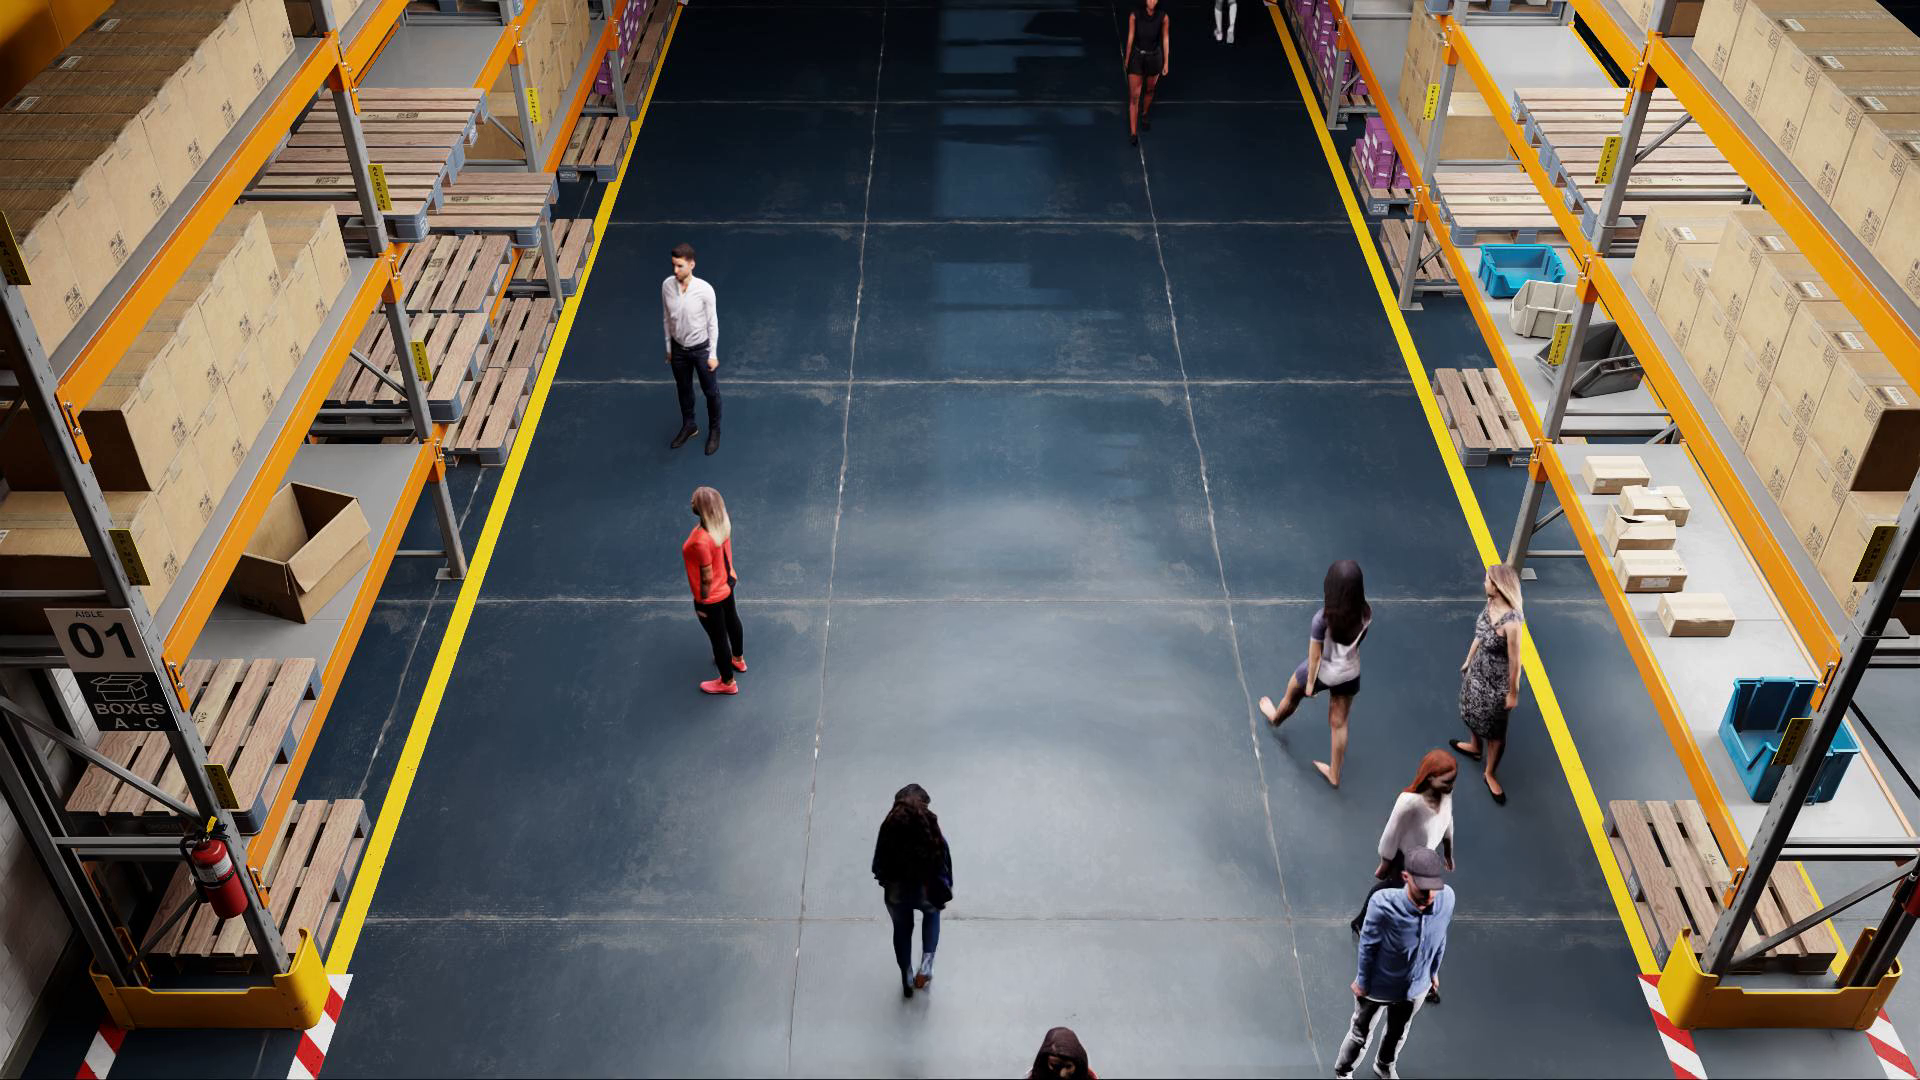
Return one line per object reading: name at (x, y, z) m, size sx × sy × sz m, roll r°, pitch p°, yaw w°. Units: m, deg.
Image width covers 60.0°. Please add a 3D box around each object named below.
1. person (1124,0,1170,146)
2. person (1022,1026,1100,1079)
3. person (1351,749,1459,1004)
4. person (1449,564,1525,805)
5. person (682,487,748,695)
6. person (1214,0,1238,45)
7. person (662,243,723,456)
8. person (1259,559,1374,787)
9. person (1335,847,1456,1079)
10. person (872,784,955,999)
person at (2.056, -5.295, 18.397) m, size 0.674 × 1.688 × 1.167 m, roll 3°, pitch 39°, yaw 4°
person at (0.466, 2.932, 8.156) m, size 0.615 × 1.614 × 0.559 m, roll -5°, pitch 39°, yaw -7°
person at (2.492, 1.779, 9.504) m, size 0.940 × 1.733 × 1.015 m, roll -30°, pitch 48°, yaw -32°
person at (3.466, 0.925, 10.620) m, size 0.848 × 1.675 × 0.535 m, roll -15°, pitch 41°, yaw -18°
person at (-1.662, 0.332, 11.347) m, size 0.697 × 1.694 × 0.535 m, roll 8°, pitch 39°, yaw 10°
person at (3.281, -6.904, 20.411) m, size 0.602 × 1.689 × 0.911 m, roll 4°, pitch 39°, yaw 5°
person at (-2.186, -1.591, 13.614) m, size 0.693 × 1.869 × 0.691 m, roll 12°, pitch 40°, yaw 15°
person at (2.420, 0.902, 10.652) m, size 0.849 × 1.669 × 1.113 m, roll -14°, pitch 41°, yaw -17°
person at (2.287, 2.291, 8.739) m, size 0.695 × 1.888 × 0.638 m, roll -7°, pitch 39°, yaw -9°
person at (-0.274, 2.023, 9.298) m, size 0.628 × 1.608 × 0.599 m, roll 2°, pitch 39°, yaw 2°
